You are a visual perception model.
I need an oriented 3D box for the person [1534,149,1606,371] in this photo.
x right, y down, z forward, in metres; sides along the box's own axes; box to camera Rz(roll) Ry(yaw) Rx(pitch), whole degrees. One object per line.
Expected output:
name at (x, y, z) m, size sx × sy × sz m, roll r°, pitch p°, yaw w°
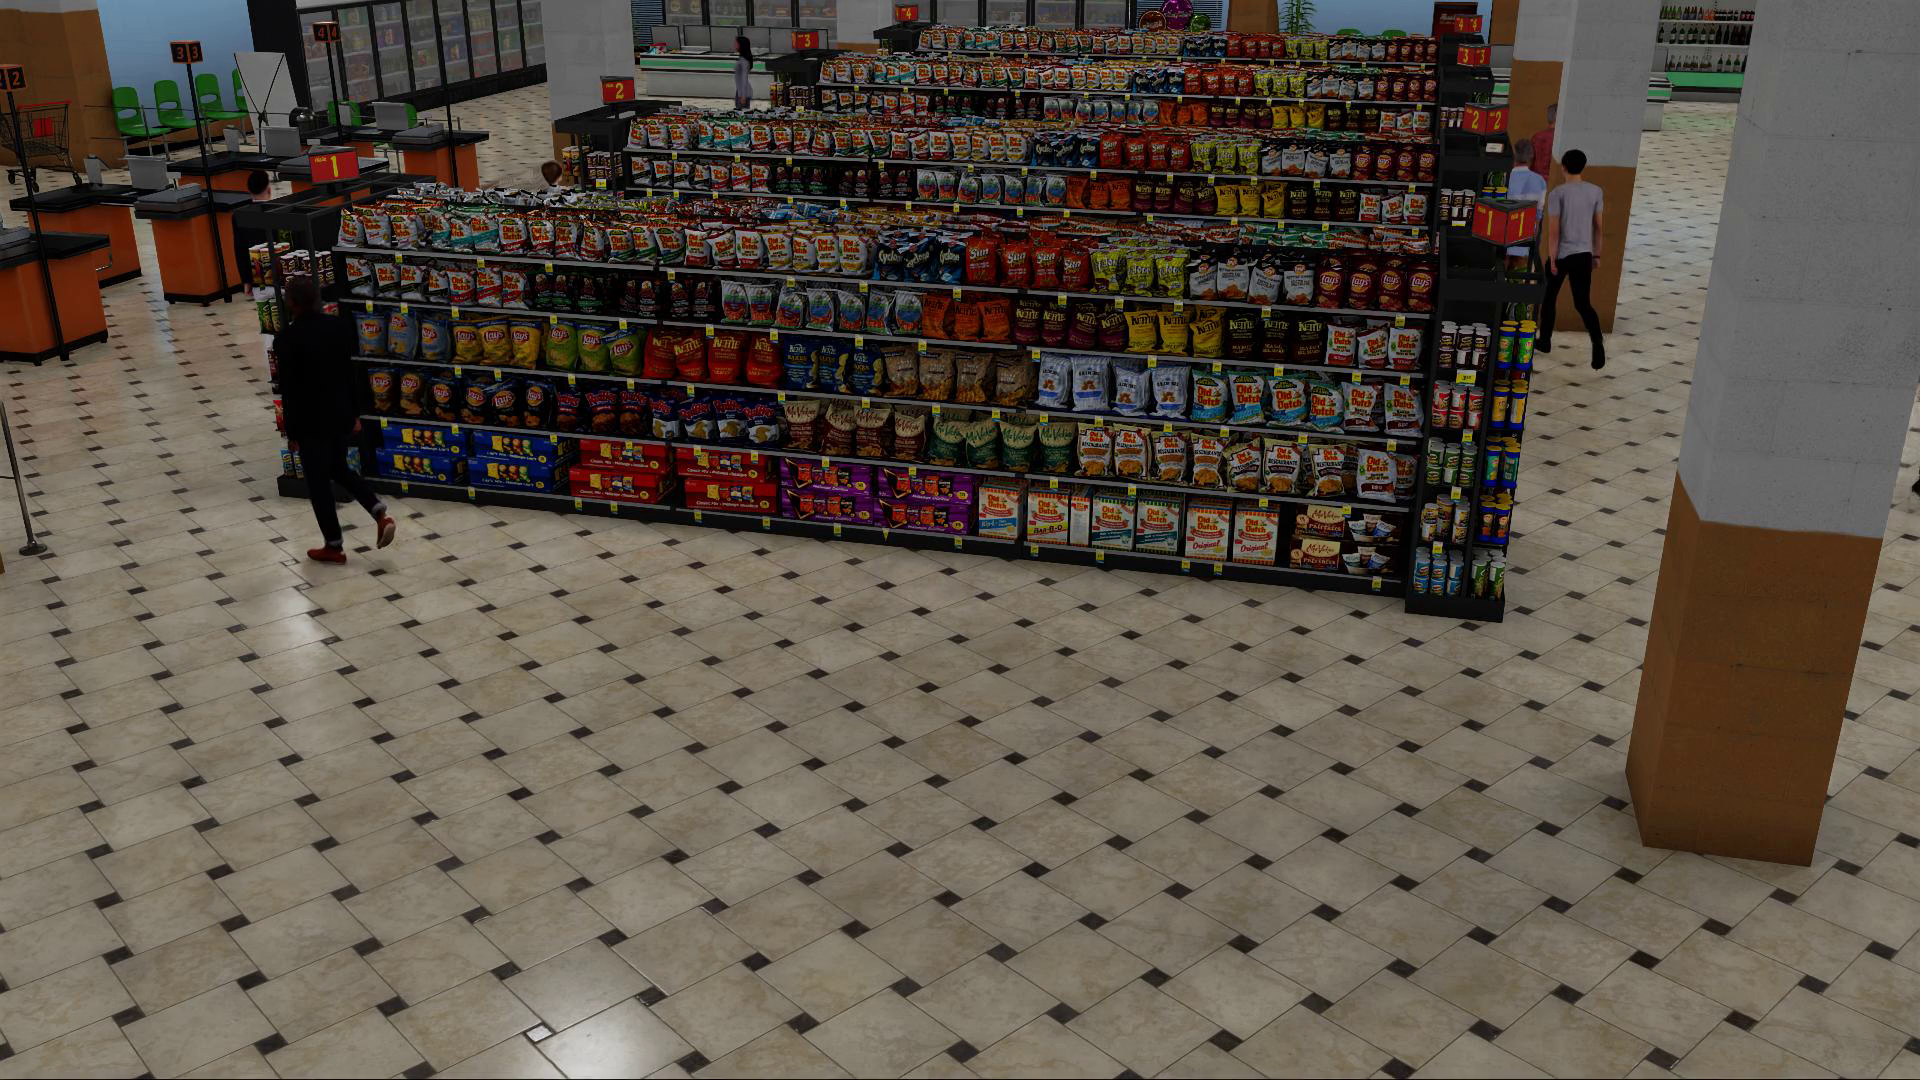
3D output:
person at (5.322, -2.373, 14.361) m, size 1.327 × 1.799 × 1.122 m, roll -2°, pitch 22°, yaw -6°

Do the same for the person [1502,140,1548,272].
person at (5.059, -2.697, 15.160) m, size 1.020 × 1.804 × 0.938 m, roll -2°, pitch 22°, yaw -5°

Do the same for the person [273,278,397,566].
person at (-3.828, -0.691, 10.167) m, size 0.909 × 1.805 × 0.779 m, roll 9°, pitch 24°, yaw 22°

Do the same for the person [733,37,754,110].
person at (-3.223, -6.830, 25.561) m, size 1.034 × 1.719 × 0.869 m, roll -4°, pitch 22°, yaw -10°

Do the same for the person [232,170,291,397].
person at (-5.629, -2.104, 13.631) m, size 0.625 × 1.844 × 0.783 m, roll -3°, pitch 22°, yaw -6°
